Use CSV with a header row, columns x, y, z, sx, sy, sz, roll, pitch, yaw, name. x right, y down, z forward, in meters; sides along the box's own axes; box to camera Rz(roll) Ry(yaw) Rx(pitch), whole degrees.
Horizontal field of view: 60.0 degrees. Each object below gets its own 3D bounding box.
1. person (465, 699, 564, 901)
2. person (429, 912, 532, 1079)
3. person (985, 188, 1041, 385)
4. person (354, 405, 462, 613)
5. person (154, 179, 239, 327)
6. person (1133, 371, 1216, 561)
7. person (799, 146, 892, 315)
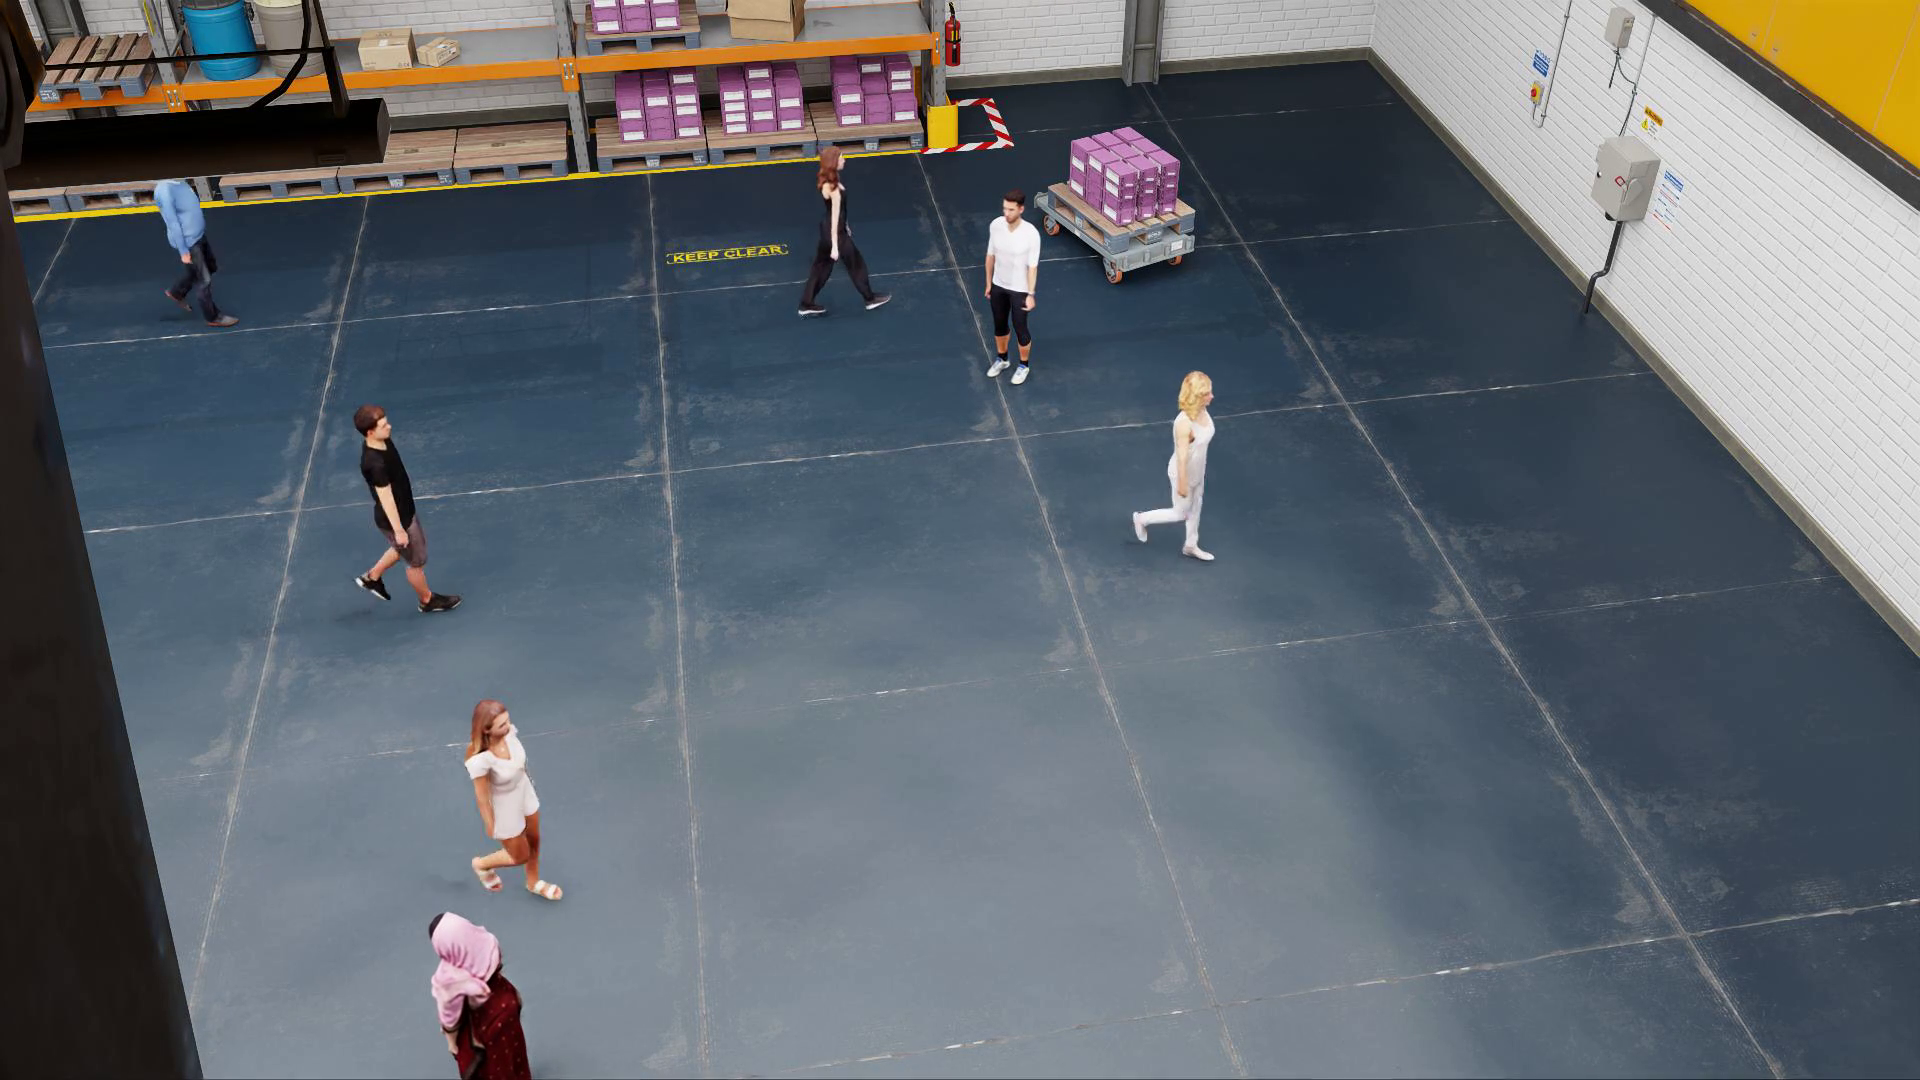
x,y,z,sx,sy,sz,roll,pitch,yaw,name
-2.785,1.563,10.006,0.884,1.683,0.775,12,40,14,person
-2.536,2.519,8.847,0.805,1.636,0.774,17,42,20,person
0.459,-2.257,14.657,0.724,1.849,0.791,22,44,26,person
-4.170,-0.187,12.066,0.947,1.846,0.684,-8,39,-10,person
-7.219,-2.796,15.369,0.928,1.803,0.745,-1,39,-1,person
1.668,-0.562,12.689,1.006,1.657,0.913,19,42,22,person
-1.266,-2.829,15.498,1.139,1.694,0.673,-10,40,-12,person
